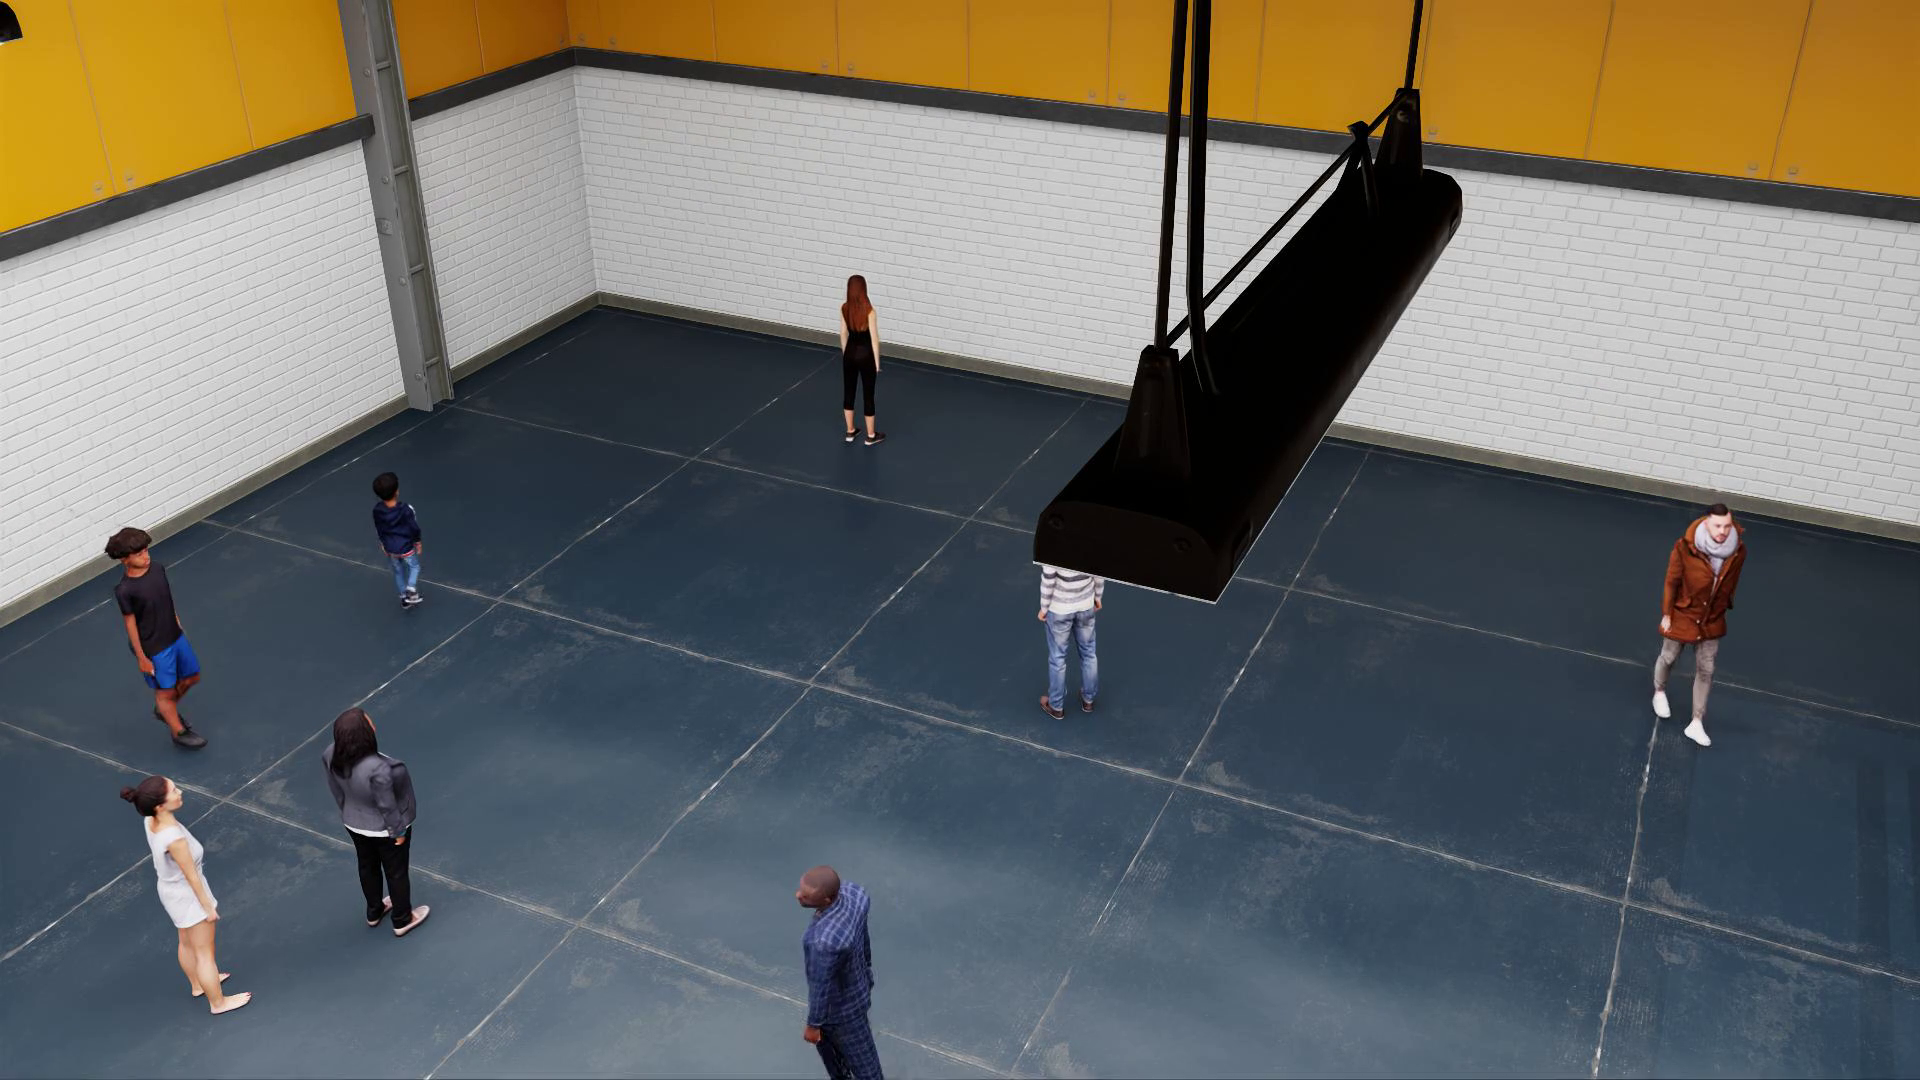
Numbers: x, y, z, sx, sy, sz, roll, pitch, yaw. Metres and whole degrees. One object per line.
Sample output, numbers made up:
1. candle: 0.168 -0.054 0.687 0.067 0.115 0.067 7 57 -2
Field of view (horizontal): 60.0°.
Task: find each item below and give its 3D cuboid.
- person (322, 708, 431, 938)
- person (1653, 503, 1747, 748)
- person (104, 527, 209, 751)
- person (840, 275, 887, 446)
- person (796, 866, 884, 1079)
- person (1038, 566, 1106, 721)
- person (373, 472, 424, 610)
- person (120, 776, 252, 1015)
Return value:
1. person: -3.557 1.704 10.110 0.649 1.595 0.634 13 31 23
2. person: 5.291 0.518 12.065 0.927 1.805 1.075 1 29 2
3. person: -5.741 0.693 11.757 0.721 1.792 0.668 9 30 15
4. person: -0.996 -1.779 16.358 0.564 1.726 0.515 14 32 24
5. person: -0.562 2.372 8.684 0.859 1.788 0.785 10 30 17
6. person: 0.816 0.459 12.121 0.713 1.854 0.761 -9 30 -15
7. person: -4.595 0.033 13.566 0.591 1.218 0.587 1 29 3
8. person: -4.438 2.021 9.519 0.629 1.605 0.640 24 37 37
